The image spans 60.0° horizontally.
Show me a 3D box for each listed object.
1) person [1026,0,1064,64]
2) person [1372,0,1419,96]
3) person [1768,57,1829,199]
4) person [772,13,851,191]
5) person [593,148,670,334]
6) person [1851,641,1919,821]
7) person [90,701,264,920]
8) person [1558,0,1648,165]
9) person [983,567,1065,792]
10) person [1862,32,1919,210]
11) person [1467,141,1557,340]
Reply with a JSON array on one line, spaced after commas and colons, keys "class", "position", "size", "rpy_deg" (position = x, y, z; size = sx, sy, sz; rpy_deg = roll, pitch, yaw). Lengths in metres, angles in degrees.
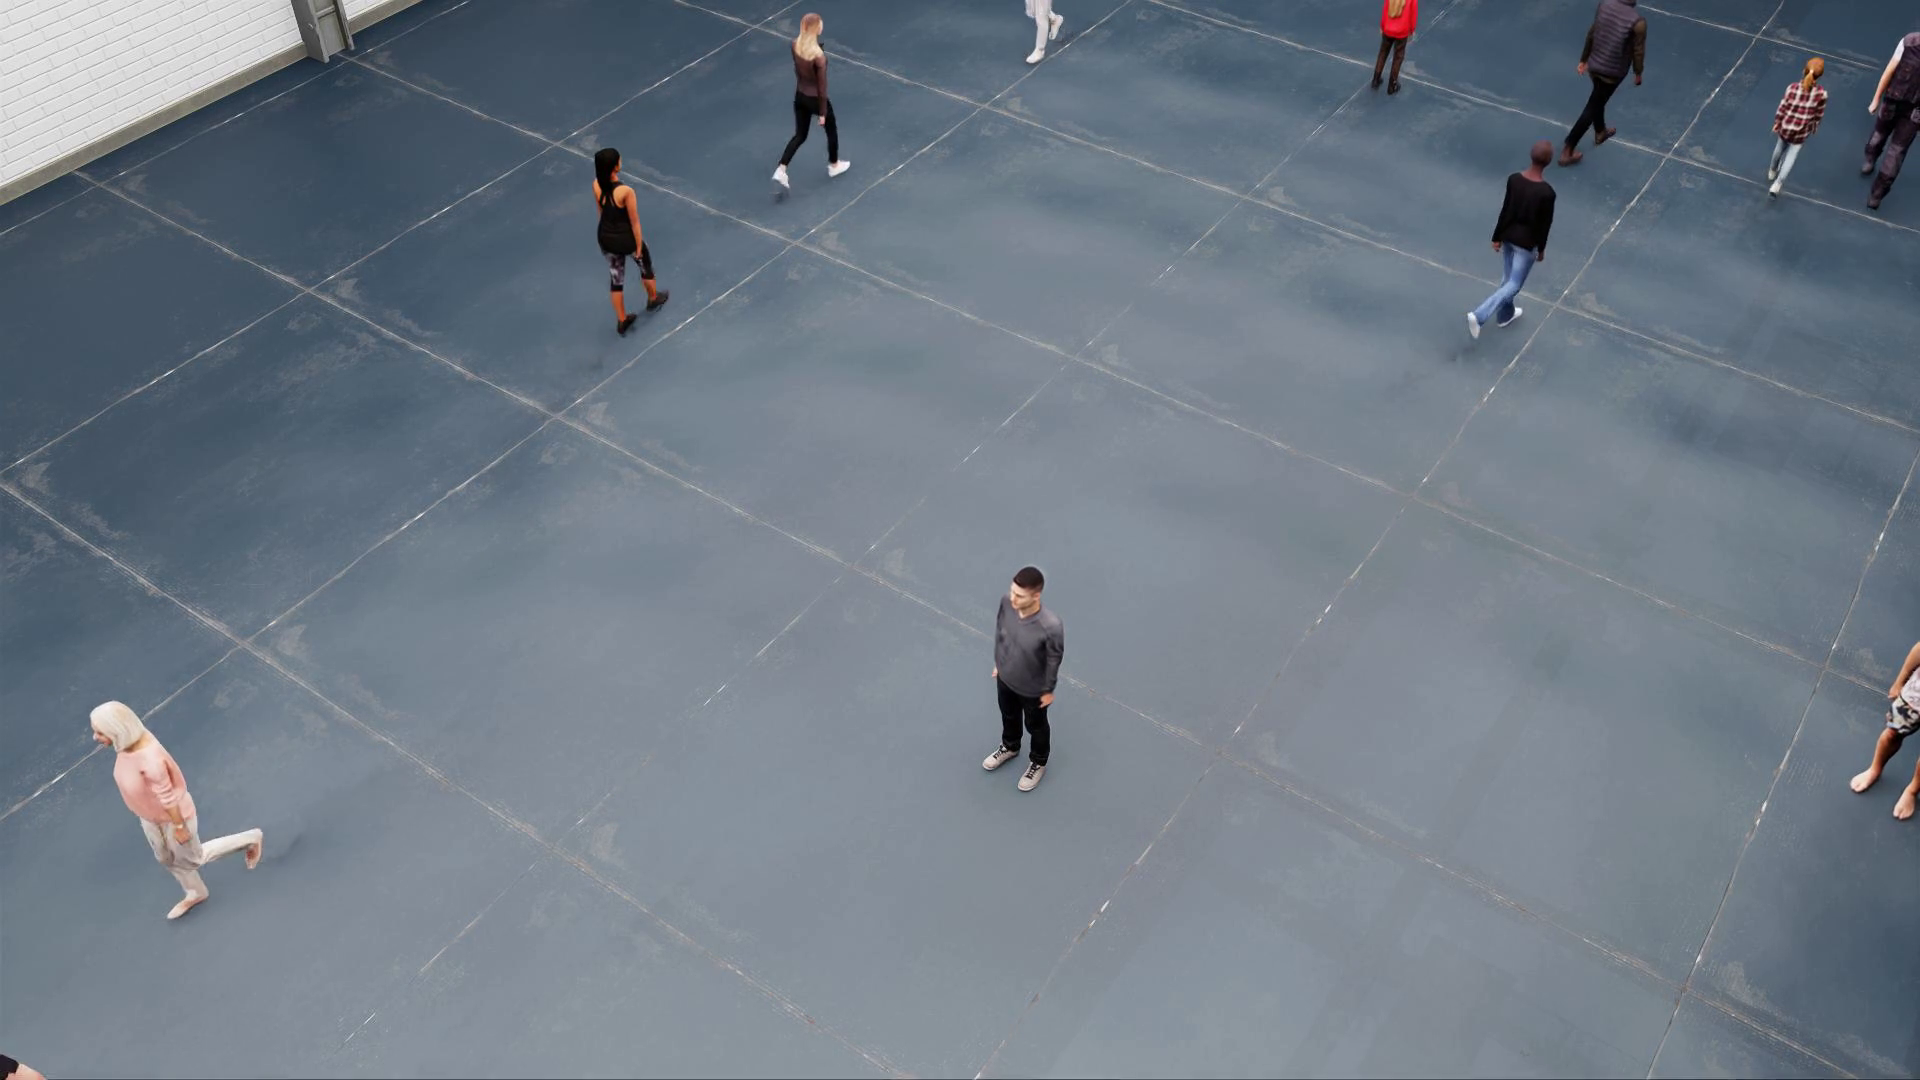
[{"class": "person", "position": [0.883, -5.738, 16.968], "size": [0.687, 1.674, 0.896], "rpy_deg": [33, 53, 30]}, {"class": "person", "position": [4.344, -5.061, 16.543], "size": [0.493, 1.281, 0.508], "rpy_deg": [26, 49, 25]}, {"class": "person", "position": [7.613, -3.749, 15.158], "size": [0.517, 1.292, 0.869], "rpy_deg": [26, 49, 25]}, {"class": "person", "position": [-1.413, -3.935, 15.081], "size": [0.662, 1.667, 1.107], "rpy_deg": [30, 51, 28]}, {"class": "person", "position": [-2.801, -2.401, 13.488], "size": [0.708, 1.644, 0.897], "rpy_deg": [14, 45, 14]}, {"class": "person", "position": [5.848, 0.913, 9.889], "size": [0.707, 1.810, 0.629], "rpy_deg": [33, 53, 30]}, {"class": "person", "position": [-4.402, 1.468, 9.380], "size": [0.617, 1.709, 0.880], "rpy_deg": [29, 51, 27]}, {"class": "person", "position": [5.904, -4.307, 15.376], "size": [1.174, 1.799, 0.995], "rpy_deg": [-19, 47, -19]}, {"class": "person", "position": [0.395, 0.817, 10.025], "size": [0.634, 1.760, 0.543], "rpy_deg": [30, 51, 28]}, {"class": "person", "position": [8.555, -4.000, 15.050], "size": [0.775, 1.804, 1.207], "rpy_deg": [20, 47, 20]}, {"class": "person", "position": [4.464, -2.373, 13.393], "size": [1.076, 1.733, 0.802], "rpy_deg": [-28, 50, -26]}]
